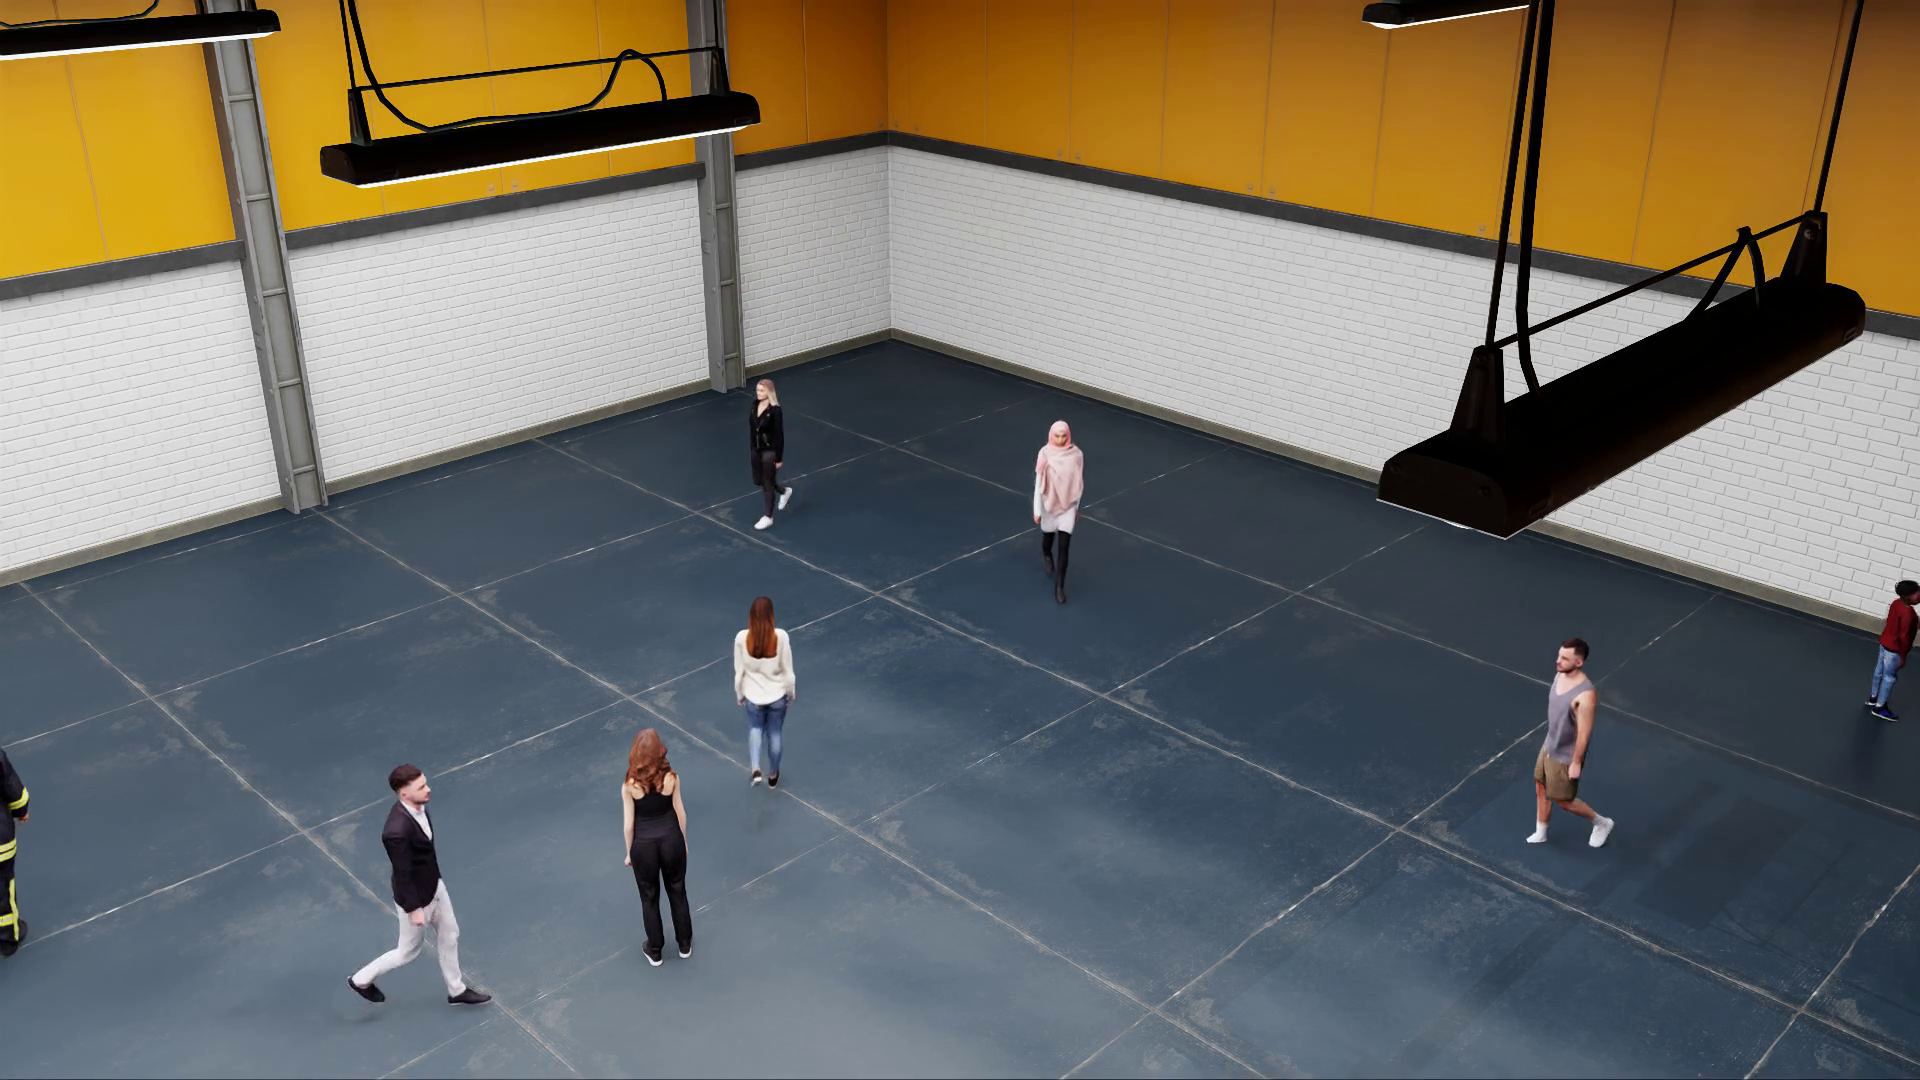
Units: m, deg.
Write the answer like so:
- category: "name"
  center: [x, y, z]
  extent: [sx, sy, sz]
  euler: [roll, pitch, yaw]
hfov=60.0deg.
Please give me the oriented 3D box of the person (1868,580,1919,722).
- category: "person"
  center: [8.044, 0.898, 14.328]
  extent: [0.696, 1.252, 0.599]
  euler: [0, 24, 0]

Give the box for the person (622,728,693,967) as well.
- category: "person"
  center: [-2.021, 2.044, 11.089]
  extent: [0.586, 1.747, 0.708]
  euler: [-8, 25, -18]

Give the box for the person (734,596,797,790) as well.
- category: "person"
  center: [-1.518, 1.244, 13.001]
  extent: [0.828, 1.681, 0.891]
  euler: [1, 24, 2]

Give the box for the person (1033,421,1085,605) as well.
- category: "person"
  center: [0.953, -0.328, 16.485]
  extent: [1.163, 1.772, 1.175]
  euler: [-2, 24, -4]

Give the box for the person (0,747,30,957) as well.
- category: "person"
  center: [-6.598, 1.946, 11.115]
  extent: [0.919, 1.905, 1.022]
  euler: [-6, 24, -13]

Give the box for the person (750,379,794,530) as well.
- category: "person"
  center: [-2.036, -0.968, 18.068]
  extent: [0.666, 1.676, 0.863]
  euler: [19, 30, 36]

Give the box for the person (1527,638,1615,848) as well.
- category: "person"
  center: [4.580, 1.551, 12.376]
  extent: [1.087, 1.828, 0.978]
  euler: [-3, 24, -6]

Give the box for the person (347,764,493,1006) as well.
- category: "person"
  center: [-3.535, 2.241, 10.552]
  extent: [1.205, 1.816, 1.142]
  euler: [-2, 24, -4]
